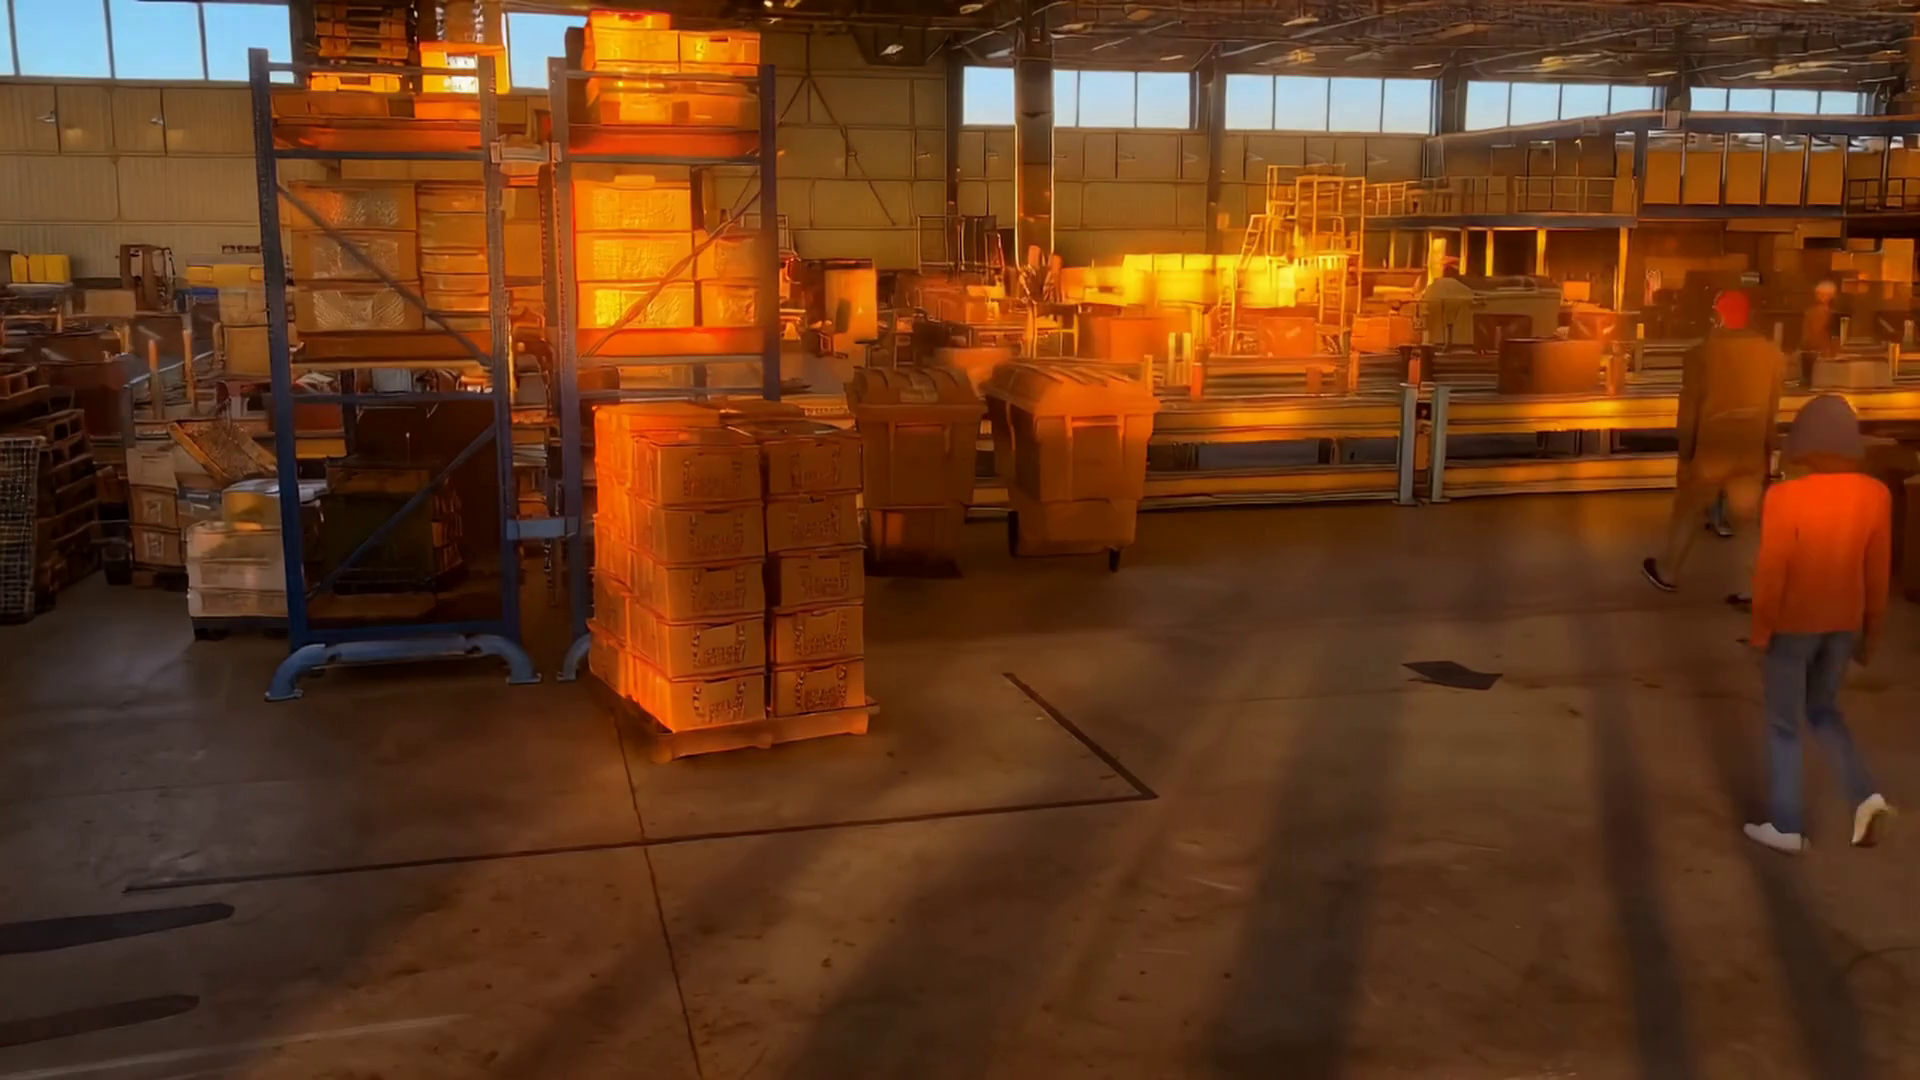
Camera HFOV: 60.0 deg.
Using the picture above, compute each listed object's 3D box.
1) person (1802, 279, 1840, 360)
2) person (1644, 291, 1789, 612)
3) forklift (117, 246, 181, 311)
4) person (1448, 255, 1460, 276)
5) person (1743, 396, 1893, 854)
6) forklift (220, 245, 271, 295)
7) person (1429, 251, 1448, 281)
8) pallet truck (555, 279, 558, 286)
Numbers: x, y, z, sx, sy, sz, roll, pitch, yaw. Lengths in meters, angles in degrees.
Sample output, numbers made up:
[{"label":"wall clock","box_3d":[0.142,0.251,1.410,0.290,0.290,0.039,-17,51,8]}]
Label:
[{"label":"person","box_3d":[9.716,-2.080,18.898,0.485,1.751,0.544,-1,10,-5]},{"label":"person","box_3d":[4.537,-0.546,9.929,0.651,1.857,0.954,0,10,1]},{"label":"forklift","box_3d":[-19.966,-6.232,40.894,1.157,1.987,2.680,-3,10,-15]},{"label":"person","box_3d":[15.954,-8.287,53.819,0.577,1.845,0.638,-8,13,-37]},{"label":"person","box_3d":[2.972,0.319,5.721,0.501,1.621,0.427,-3,10,-16]},{"label":"forklift","box_3d":[-17.749,-6.334,41.440,1.157,1.987,2.680,-3,10,-17]},{"label":"person","box_3d":[10.502,-5.309,36.468,0.599,2.012,0.640,4,11,23]},{"label":"pallet truck","box_3d":[-10.604,-6.375,44.520,0.653,1.274,1.630,-3,10,-15]}]
